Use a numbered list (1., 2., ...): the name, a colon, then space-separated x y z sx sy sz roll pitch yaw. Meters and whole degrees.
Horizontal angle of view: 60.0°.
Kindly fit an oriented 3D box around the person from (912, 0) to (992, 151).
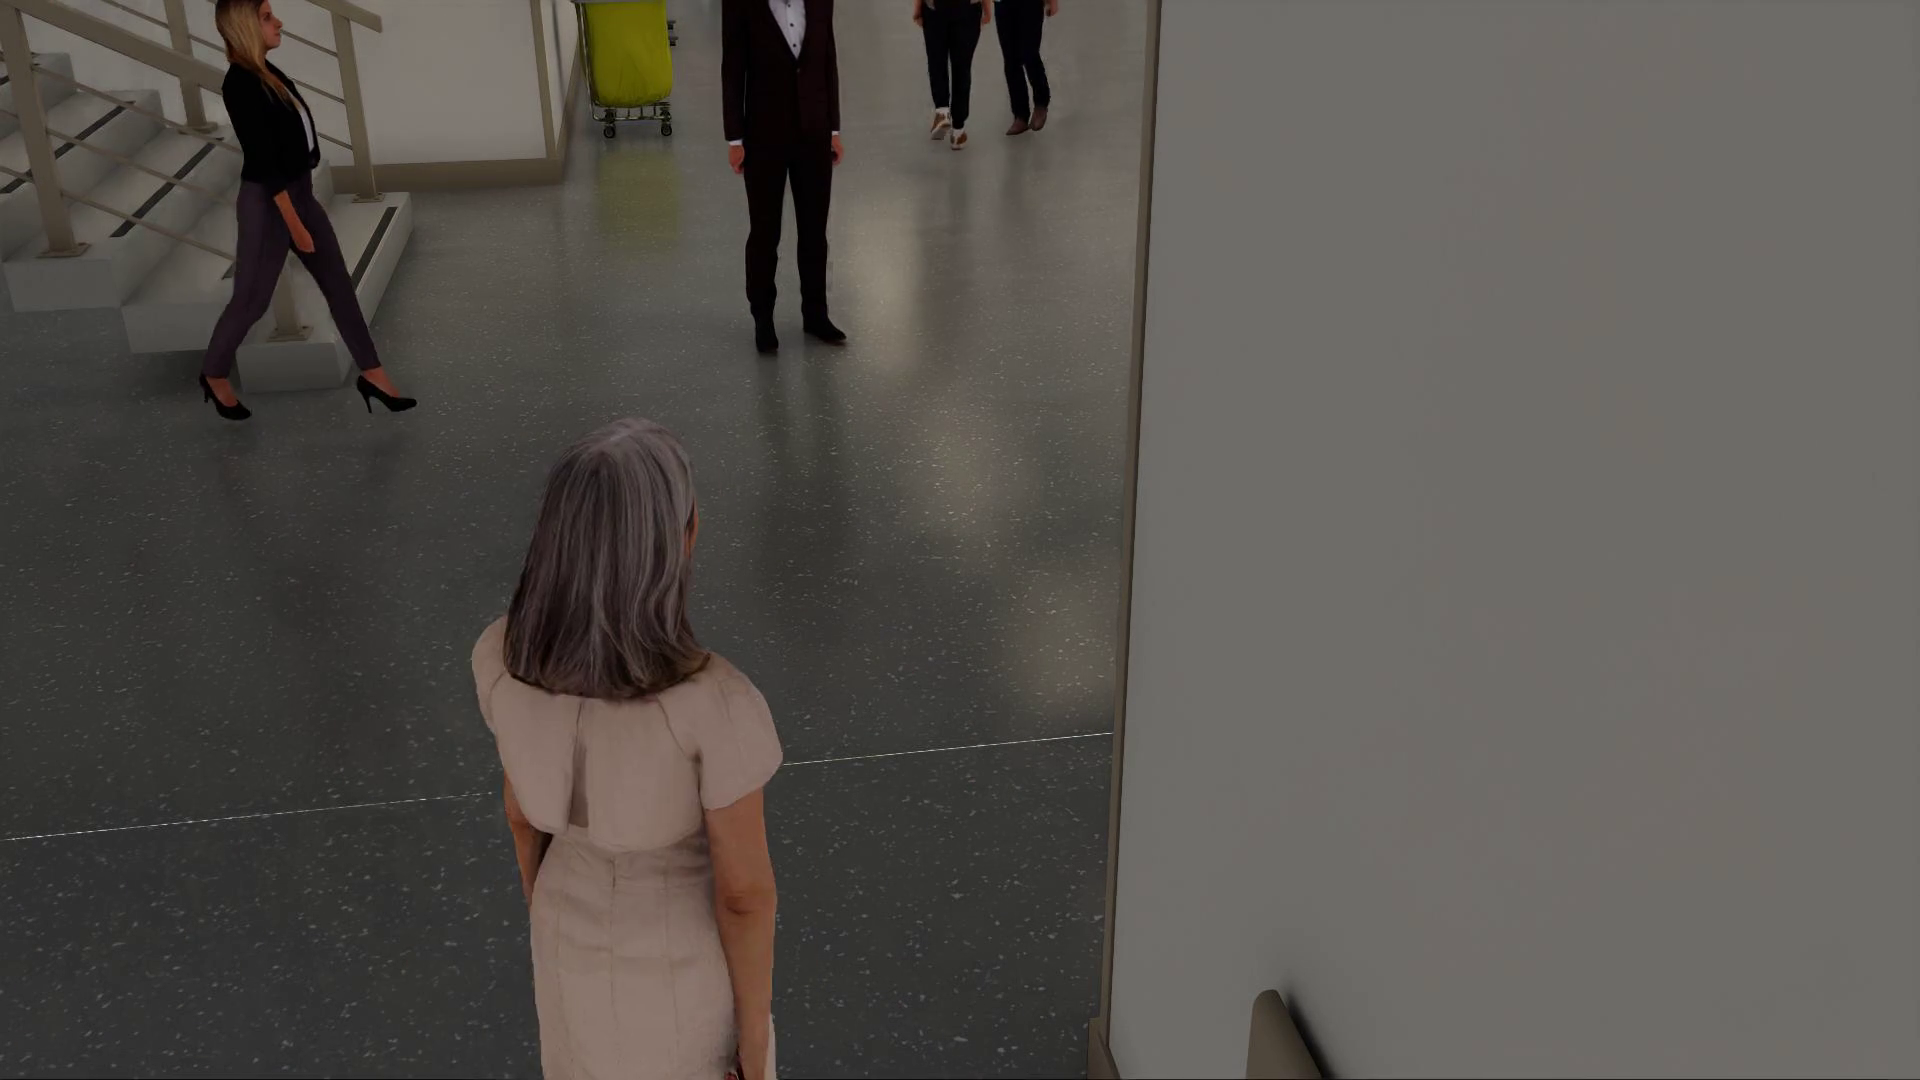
1. person: -0.053 -3.427 10.636 0.704 1.877 0.799 1 26 2

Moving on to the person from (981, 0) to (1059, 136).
1. person: 0.442 -3.675 11.206 0.797 1.829 0.878 12 28 23

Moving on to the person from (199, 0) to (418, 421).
1. person: -2.656 -1.175 6.258 1.062 1.624 0.688 -1 26 -3

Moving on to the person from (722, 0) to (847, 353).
1. person: -0.753 -1.763 7.201 0.615 1.864 0.806 -11 28 -22

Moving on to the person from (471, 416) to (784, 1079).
1. person: -0.463 0.689 2.282 0.951 1.720 0.913 8 27 17
